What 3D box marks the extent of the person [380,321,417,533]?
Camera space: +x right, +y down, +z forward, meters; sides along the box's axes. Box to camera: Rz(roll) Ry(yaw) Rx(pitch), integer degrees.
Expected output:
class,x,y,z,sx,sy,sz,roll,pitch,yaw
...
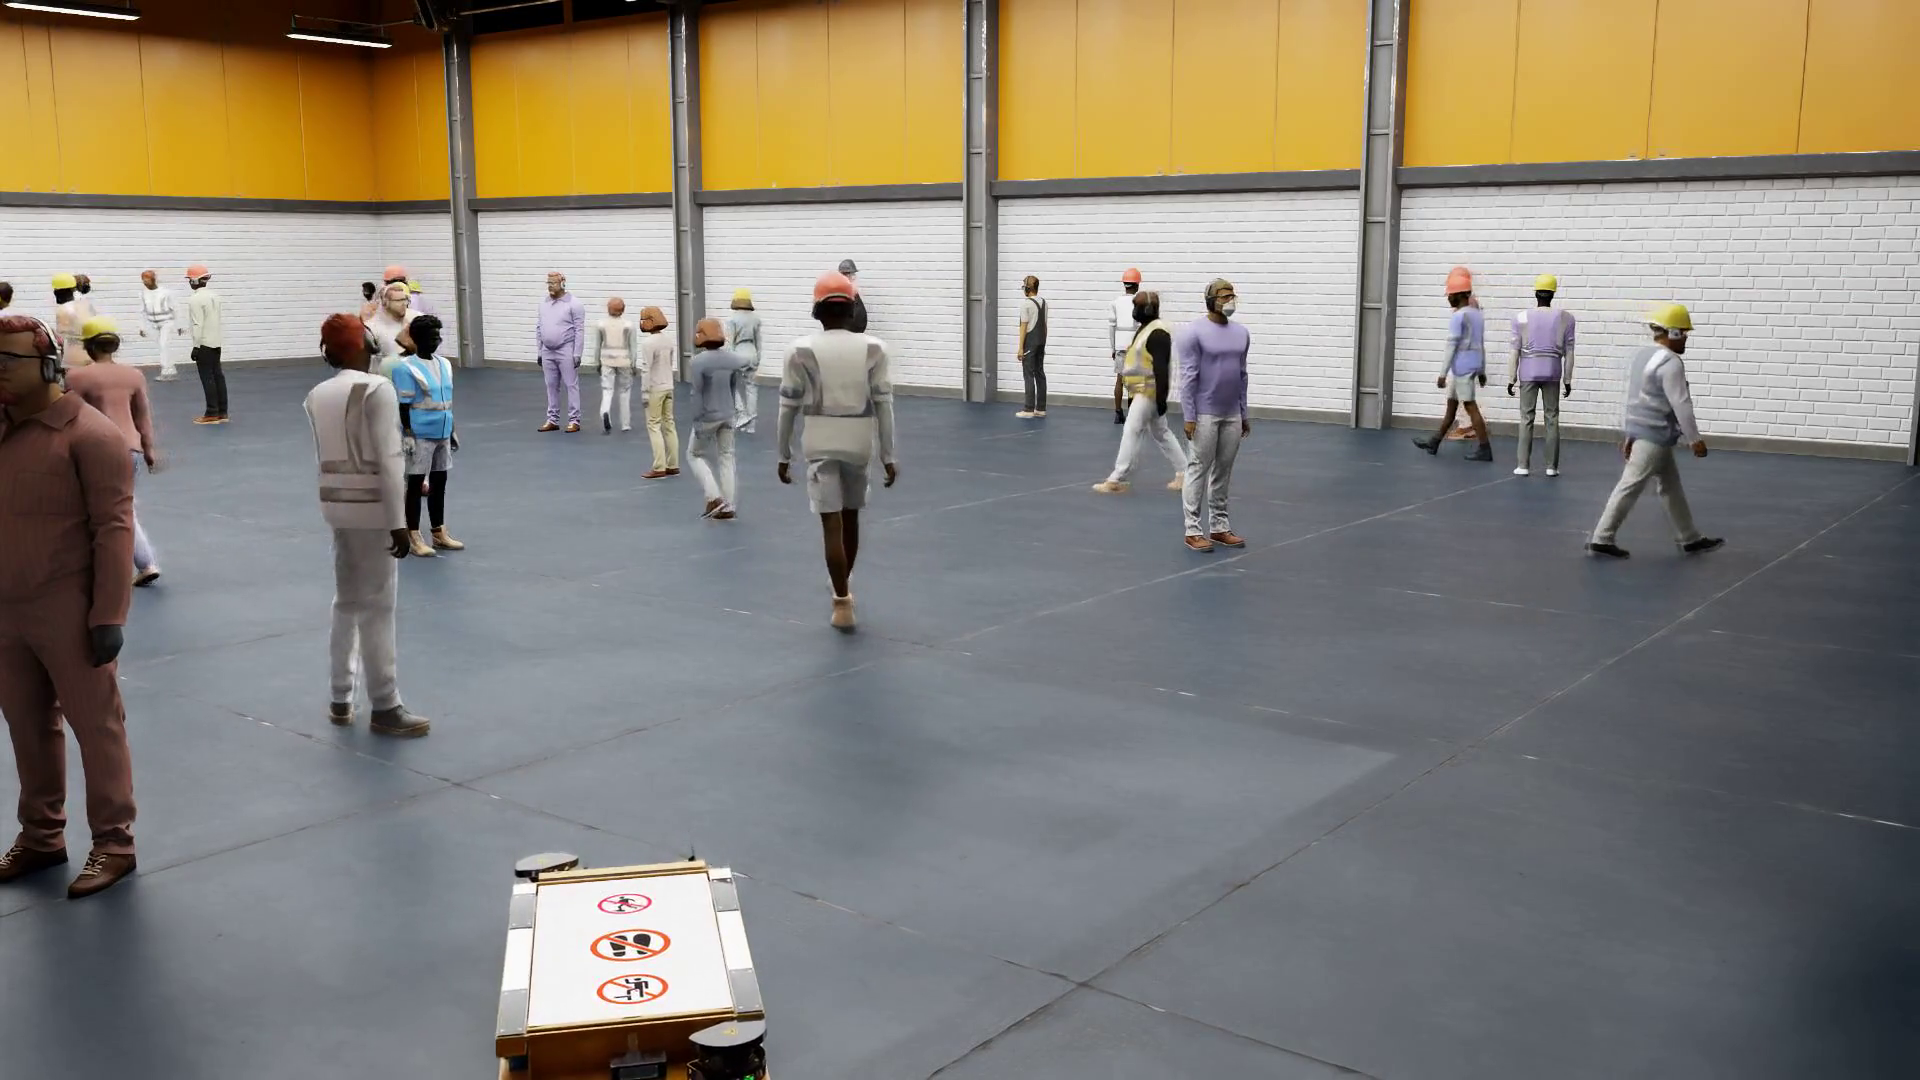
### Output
class,x,y,z,sx,sy,sz,roll,pitch,yaw
person,-4.166,-0.850,12.576,0.328,1.607,0.554,6,11,32

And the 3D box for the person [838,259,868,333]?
class,x,y,z,sx,sy,sz,roll,pitch,yaw
person,-1.644,-3.157,24.782,0.536,2.000,0.673,2,10,11

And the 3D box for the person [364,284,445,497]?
class,x,y,z,sx,sy,sz,roll,pitch,yaw
person,-4.967,-1.317,14.634,1.029,1.857,0.660,4,11,23

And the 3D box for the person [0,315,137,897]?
class,x,y,z,sx,sy,sz,roll,pitch,yaw
person,-3.036,0.220,5.504,0.642,1.913,0.409,3,10,16

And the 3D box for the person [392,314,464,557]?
class,x,y,z,sx,sy,sz,roll,pitch,yaw
person,-3.739,-0.737,11.700,0.318,1.696,0.532,4,11,23

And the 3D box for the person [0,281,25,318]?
class,x,y,z,sx,sy,sz,roll,pitch,yaw
person,-9.946,-1.820,17.596,0.798,1.845,0.524,1,10,8

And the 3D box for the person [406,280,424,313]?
class,x,y,z,sx,sy,sz,roll,pitch,yaw
person,-7.470,-2.663,22.722,0.533,1.761,0.327,5,11,29

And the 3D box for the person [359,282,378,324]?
class,x,y,z,sx,sy,sz,roll,pitch,yaw
person,-9.998,-3.572,28.330,0.908,1.649,0.531,-8,13,-40

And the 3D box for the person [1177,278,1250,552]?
class,x,y,z,sx,sy,sz,roll,pitch,yaw
person,1.828,-0.890,11.883,0.632,1.940,0.372,-7,12,-35

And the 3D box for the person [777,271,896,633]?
class,x,y,z,sx,sy,sz,roll,pitch,yaw
person,-0.741,-0.523,9.553,0.640,2.000,0.983,-3,10,-17

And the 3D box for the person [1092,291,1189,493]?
class,x,y,z,sx,sy,sz,roll,pitch,yaw
person,1.688,-1.309,14.751,0.962,1.799,0.641,-1,10,-4

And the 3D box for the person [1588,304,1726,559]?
class,x,y,z,sx,sy,sz,roll,pitch,yaw
person,4.828,-0.730,11.457,0.964,1.773,0.578,1,10,7

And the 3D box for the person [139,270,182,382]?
class,x,y,z,sx,sy,sz,roll,pitch,yaw
person,-13.254,-3.534,27.522,0.597,1.844,0.824,2,10,9

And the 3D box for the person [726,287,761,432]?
class,x,y,z,sx,sy,sz,roll,pitch,yaw
person,-2.574,-2.131,19.721,0.513,1.721,0.401,-8,12,-38

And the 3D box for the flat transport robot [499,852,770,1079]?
class,x,y,z,sx,sy,sz,roll,pitch,yaw
flat transport robot,-0.927,1.187,4.641,0.652,0.197,1.431,-2,10,-12

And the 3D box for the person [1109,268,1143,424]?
class,x,y,z,sx,sy,sz,roll,pitch,yaw
person,2.118,-2.399,20.670,0.543,1.939,0.359,7,12,34

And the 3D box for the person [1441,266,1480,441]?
class,x,y,z,sx,sy,sz,roll,pitch,yaw
person,5.653,-2.085,18.746,0.468,1.971,0.662,6,11,29

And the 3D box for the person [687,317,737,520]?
class,x,y,z,sx,sy,sz,roll,pitch,yaw
person,-1.955,-0.946,13.152,0.368,1.622,0.508,9,13,42

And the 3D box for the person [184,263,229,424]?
class,x,y,z,sx,sy,sz,roll,pitch,yaw
person,-9.410,-2.436,20.720,0.397,1.992,0.623,0,10,3

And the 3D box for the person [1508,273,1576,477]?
class,x,y,z,sx,sy,sz,roll,pitch,yaw
person,5.515,-1.560,15.817,0.591,1.926,0.386,3,10,14

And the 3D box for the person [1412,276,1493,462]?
class,x,y,z,sx,sy,sz,roll,pitch,yaw
person,5.129,-1.763,17.138,0.973,1.882,0.552,8,13,40

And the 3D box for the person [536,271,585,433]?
class,x,y,z,sx,sy,sz,roll,pitch,yaw
person,-4.771,-2.228,19.768,0.641,1.908,0.407,4,10,21

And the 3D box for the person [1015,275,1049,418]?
class,x,y,z,sx,sy,sz,roll,pitch,yaw
person,0.942,-2.491,21.505,0.332,1.842,0.506,8,13,40

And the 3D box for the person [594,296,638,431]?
class,x,y,z,sx,sy,sz,roll,pitch,yaw
person,-4.081,-2.068,19.685,0.522,1.623,0.631,0,10,0

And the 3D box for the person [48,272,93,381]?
class,x,y,z,sx,sy,sz,roll,pitch,yaw
person,-9.846,-2.016,18.537,0.481,1.913,0.594,-1,10,-6

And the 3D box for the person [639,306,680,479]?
class,x,y,z,sx,sy,sz,roll,pitch,yaw
person,-2.856,-1.386,15.694,0.277,1.628,0.506,4,10,20

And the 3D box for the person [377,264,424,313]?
class,x,y,z,sx,sy,sz,roll,pitch,yaw
person,-6.541,-2.242,19.622,1.049,2.004,0.630,9,13,42

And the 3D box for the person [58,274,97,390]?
class,x,y,z,sx,sy,sz,roll,pitch,yaw
person,-12.770,-2.934,24.110,0.644,1.826,0.573,9,13,41

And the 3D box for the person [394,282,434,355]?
class,x,y,z,sx,sy,sz,roll,pitch,yaw
person,-5.827,-1.790,17.456,0.586,1.823,0.403,-4,11,-23

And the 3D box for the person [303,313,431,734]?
class,x,y,z,sx,sy,sz,roll,pitch,yaw
person,-2.628,-0.067,7.374,0.697,1.855,0.348,8,12,38

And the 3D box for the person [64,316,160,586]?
class,x,y,z,sx,sy,sz,roll,pitch,yaw
person,-5.423,-0.572,10.674,0.895,1.721,0.528,5,11,27
